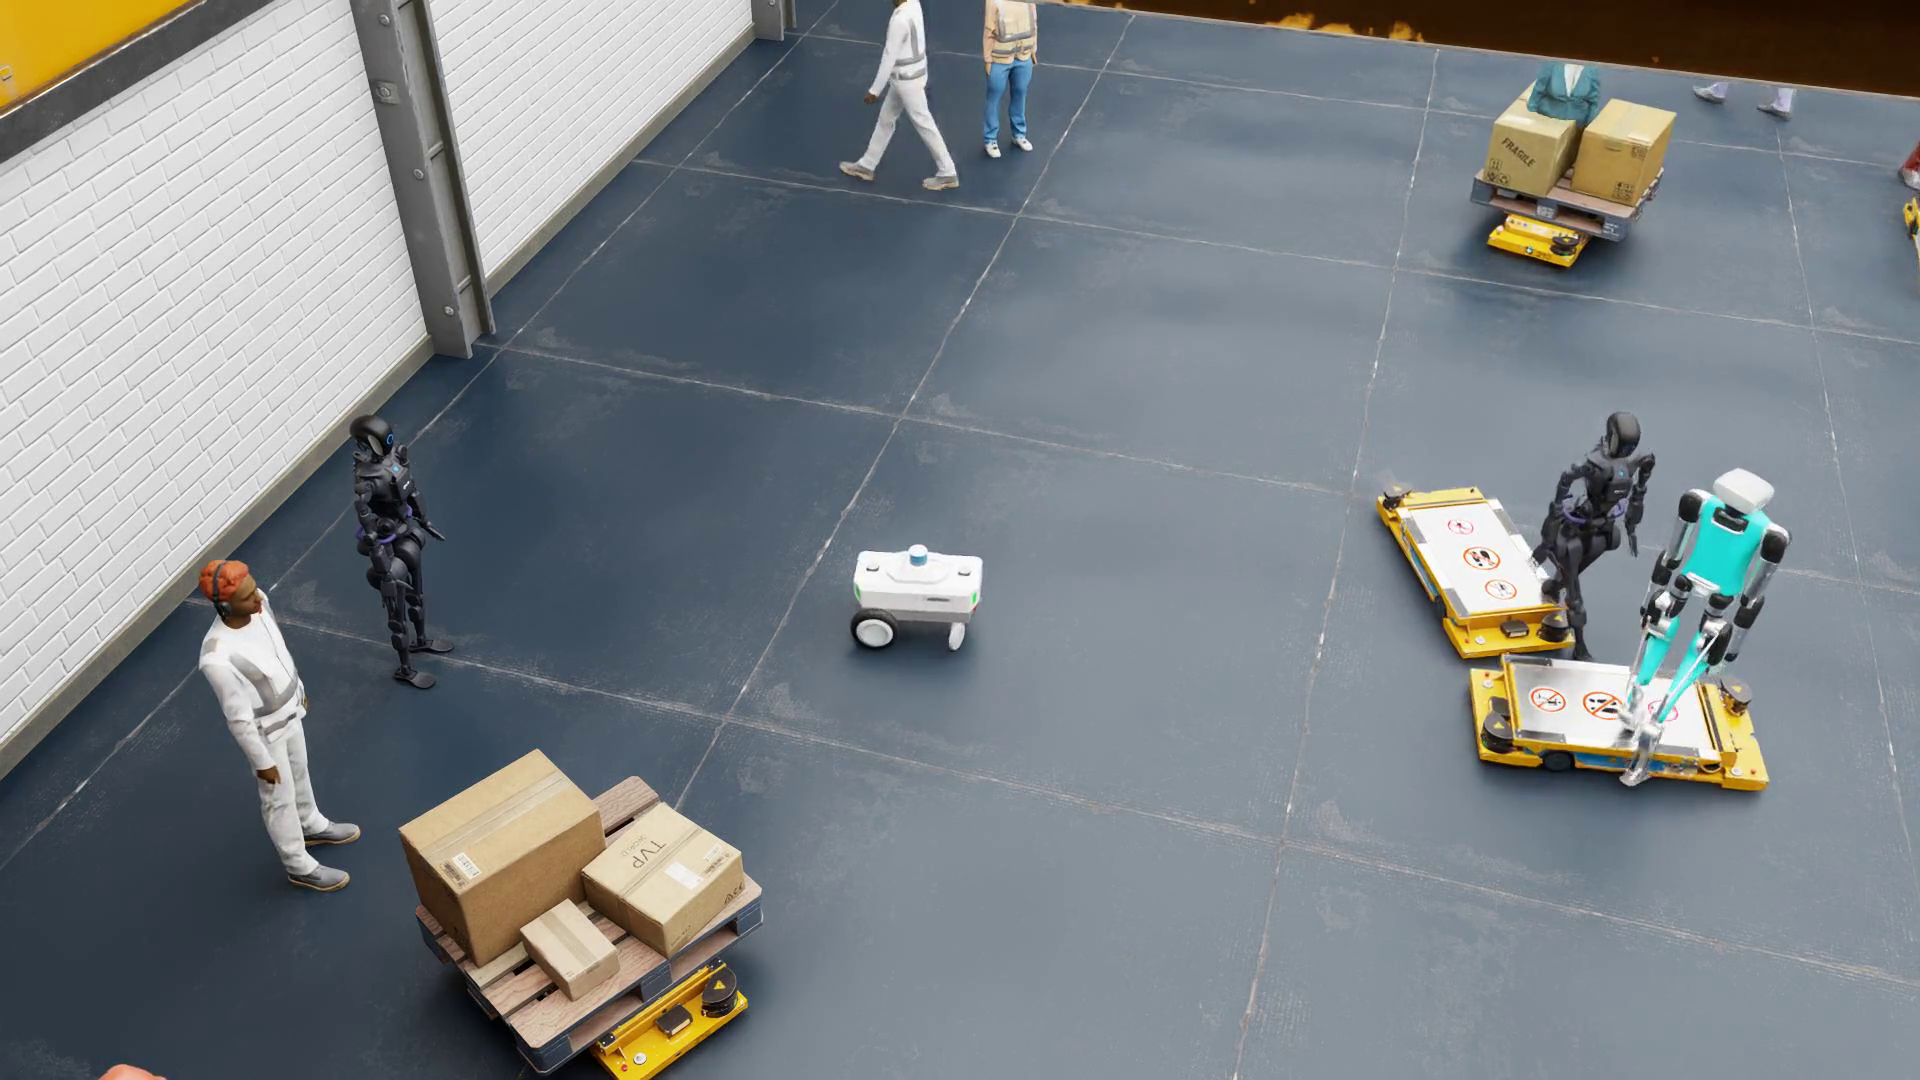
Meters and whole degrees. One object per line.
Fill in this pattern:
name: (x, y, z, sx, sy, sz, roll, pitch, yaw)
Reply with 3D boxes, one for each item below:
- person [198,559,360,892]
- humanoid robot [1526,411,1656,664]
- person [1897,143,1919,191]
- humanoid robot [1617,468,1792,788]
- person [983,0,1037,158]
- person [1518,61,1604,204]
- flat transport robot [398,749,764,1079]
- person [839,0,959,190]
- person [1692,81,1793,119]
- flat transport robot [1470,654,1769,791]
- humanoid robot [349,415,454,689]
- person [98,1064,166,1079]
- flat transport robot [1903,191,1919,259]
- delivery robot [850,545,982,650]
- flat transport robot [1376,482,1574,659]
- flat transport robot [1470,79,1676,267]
person: (-3.163, 0.844, 7.668, 0.359, 1.883, 0.572, -1, 39, -1)
humanoid robot: (3.399, -0.047, 8.985, 0.615, 1.635, 0.685, -8, 40, -10)
person: (8.183, -3.562, 13.195, 0.576, 1.828, 0.929, -23, 44, -26)
humanoid robot: (3.489, 0.525, 8.178, 0.830, 1.761, 0.540, -30, 48, -32)
person: (0.414, -4.049, 13.884, 0.487, 1.720, 0.379, -17, 42, -20)
person: (4.615, -3.198, 12.829, 0.528, 1.710, 0.640, 7, 39, 8)
flat transport robot: (-1.679, 1.866, 7.684, 0.659, 0.231, 1.431, -31, 48, -32)
person: (-0.475, -3.689, 13.354, 1.025, 1.829, 0.587, 3, 39, 3)
person: (7.099, -4.635, 14.555, 0.562, 1.788, 0.899, -28, 47, -30)
flat transport robot: (3.470, 0.960, 8.811, 1.431, 0.231, 0.659, 6, 39, 7)
humanoid robot: (-2.980, 0.031, 8.831, 0.315, 1.657, 0.599, 6, 39, 8)
person: (-2.581, 2.437, 5.650, 0.545, 1.929, 0.381, -14, 41, -17)
flat transport robot: (7.730, -2.243, 12.794, 0.659, 0.231, 1.431, 10, 40, 13)
delivery robot: (-0.258, 0.294, 9.406, 0.761, 0.589, 0.524, 3, 39, 3)
flat transport robot: (3.024, 0.140, 9.830, 0.659, 0.231, 1.431, -5, 39, -7)
flat transport robot: (4.786, -2.626, 13.271, 0.659, 0.231, 1.431, 23, 44, 26)
